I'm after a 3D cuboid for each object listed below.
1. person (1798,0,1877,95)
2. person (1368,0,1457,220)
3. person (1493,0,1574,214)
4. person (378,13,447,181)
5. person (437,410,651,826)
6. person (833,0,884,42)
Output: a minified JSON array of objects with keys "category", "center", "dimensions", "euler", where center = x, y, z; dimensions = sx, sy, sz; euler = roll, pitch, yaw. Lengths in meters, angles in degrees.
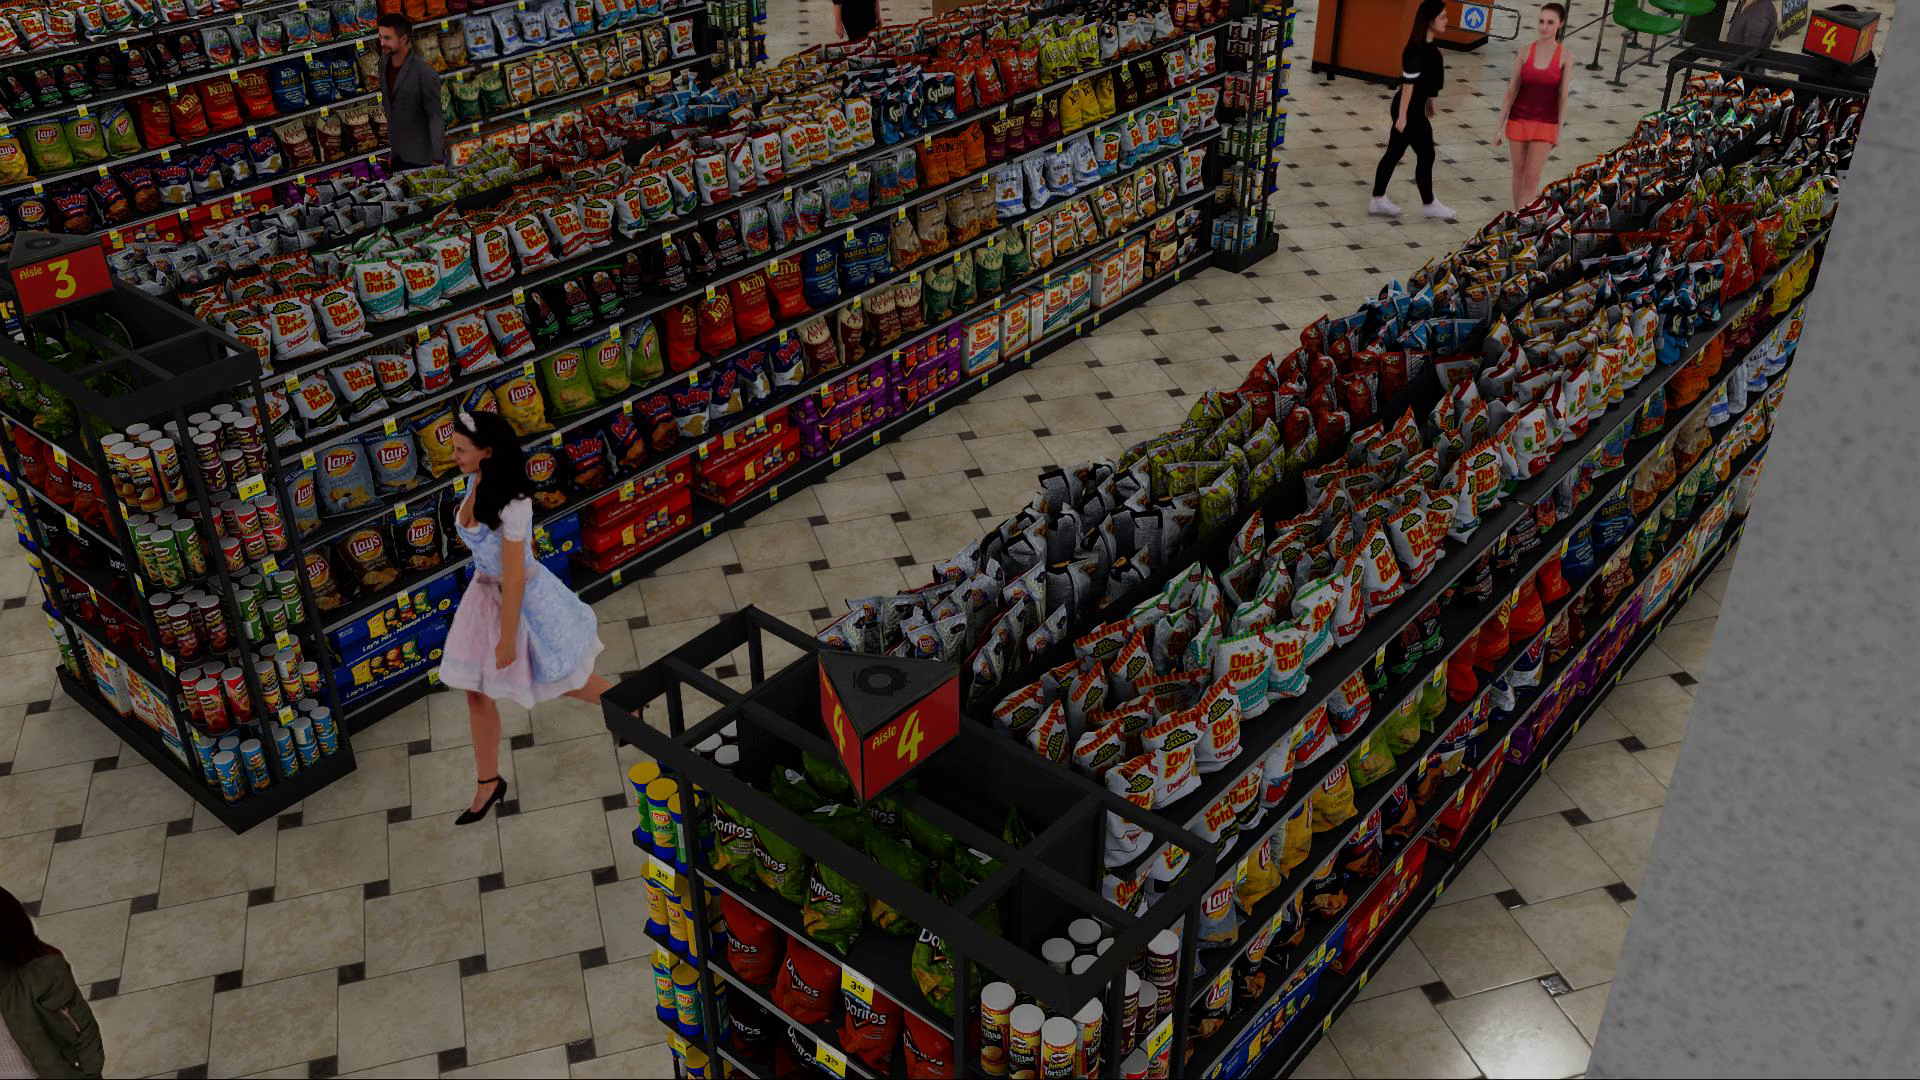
[{"category":"person","center":[5.980,-2.731,11.417],"dimensions":[0.787,1.811,0.924],"euler":[-6,32,-10]},{"category":"person","center":[3.263,-3.182,12.326],"dimensions":[0.848,1.617,0.908],"euler":[11,34,18]},{"category":"person","center":[4.112,-2.956,11.870],"dimensions":[0.659,1.715,1.095],"euler":[19,36,27]},{"category":"person","center":[-3.614,-2.627,11.202],"dimensions":[0.746,1.861,0.904],"euler":[20,37,28]},{"category":"person","center":[-1.660,0.302,6.573],"dimensions":[1.175,1.780,0.741],"euler":[-27,41,-36]},{"category":"person","center":[-0.942,-4.598,14.529],"dimensions":[0.957,1.694,0.754],"euler":[-25,40,-34]}]
